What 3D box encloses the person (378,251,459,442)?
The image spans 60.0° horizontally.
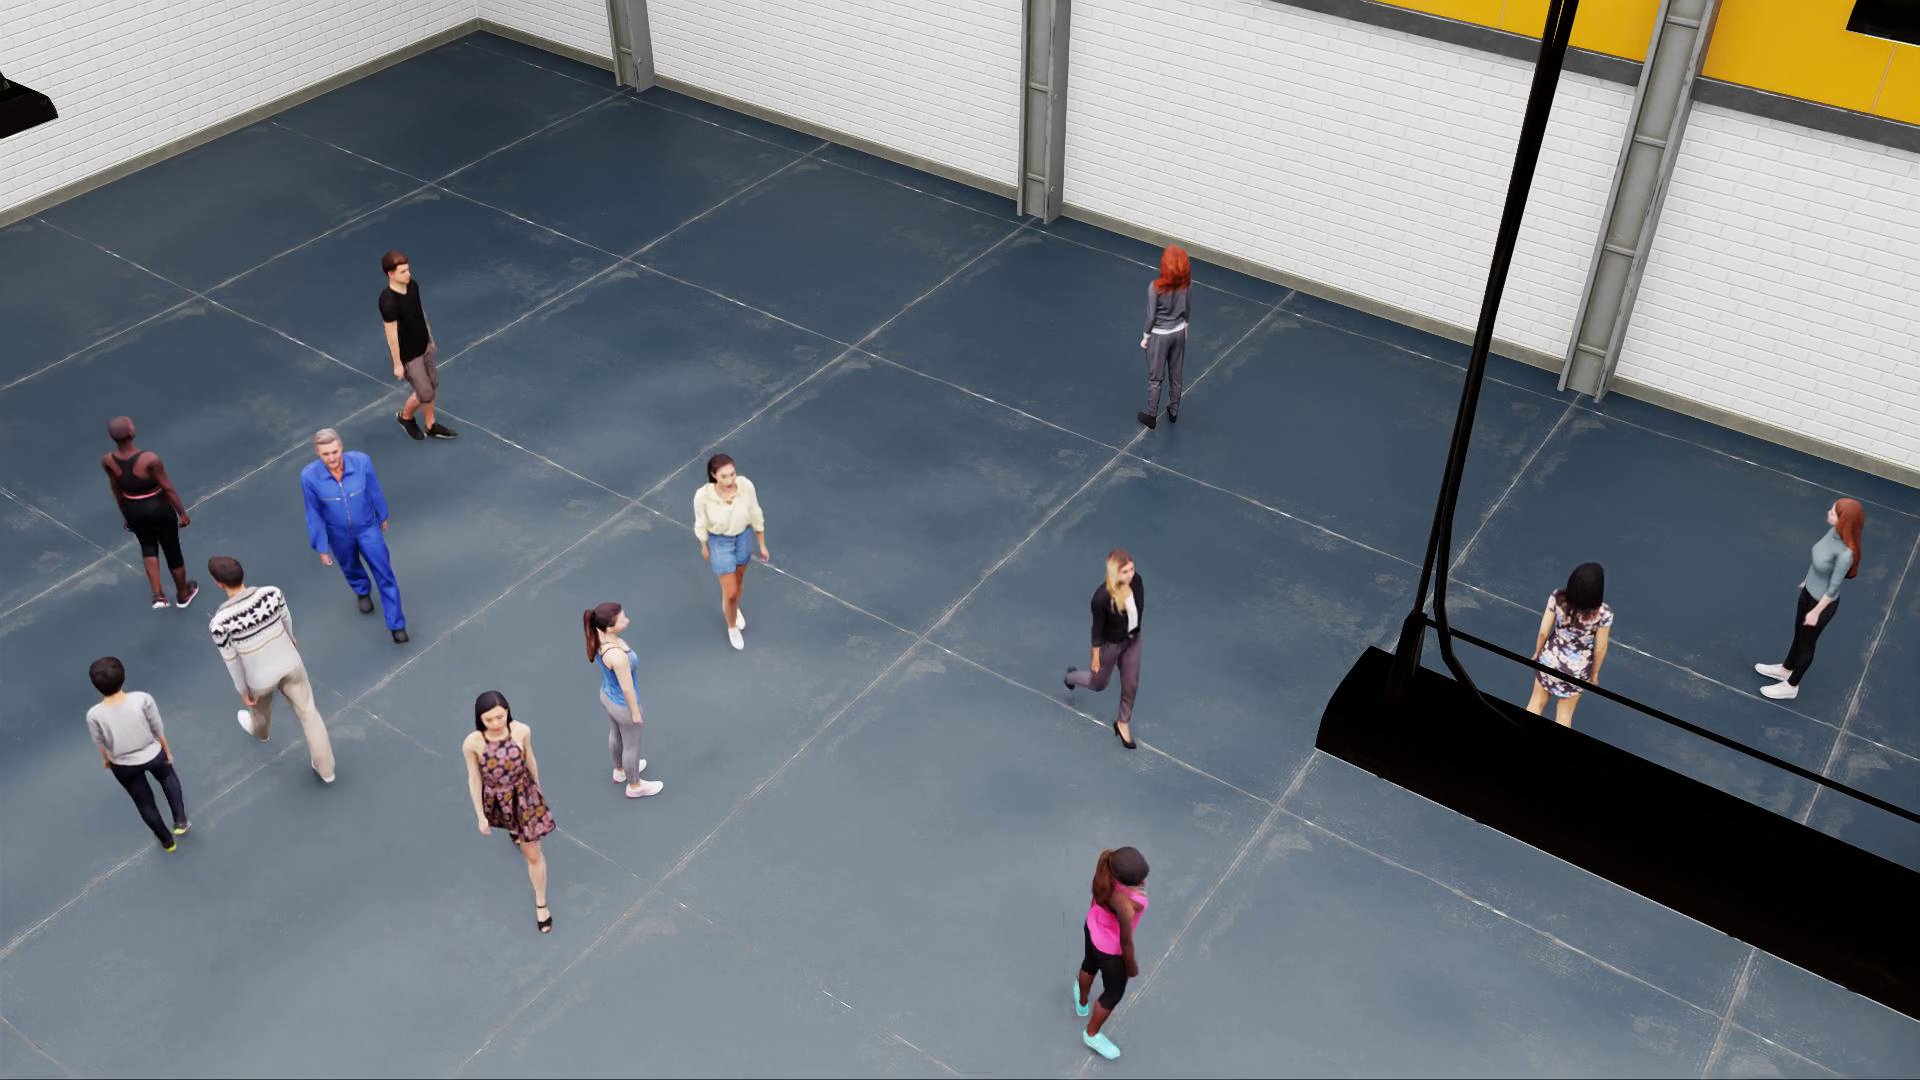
[{"bbox_3d":[-4.760,-1.639,14.230,0.862,1.851,0.820,9,40,12],"label":"person"}]

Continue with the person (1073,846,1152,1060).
[{"bbox_3d":[0.805,2.236,9.500,0.844,1.699,0.773,-16,41,-19],"label":"person"}]

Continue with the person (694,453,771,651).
[{"bbox_3d":[-1.727,-0.003,12.373,0.800,1.613,0.867,-18,42,-21],"label":"person"}]

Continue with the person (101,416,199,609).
[{"bbox_3d":[-6.082,-0.136,12.428,0.838,1.751,0.888,-3,39,-4],"label":"person"}]

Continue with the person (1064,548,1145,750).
[{"bbox_3d":[1.010,0.698,11.470,0.789,1.643,1.044,-26,45,-29],"label":"person"}]

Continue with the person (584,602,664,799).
[{"bbox_3d":[-2.252,1.053,11.054,0.694,1.609,0.571,-22,44,-26],"label":"person"}]

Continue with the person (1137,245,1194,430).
[{"bbox_3d":[1.793,-1.770,14.449,0.654,1.782,0.679,-13,40,-16],"label":"person"}]

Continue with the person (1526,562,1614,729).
[{"bbox_3d":[4.079,0.837,11.225,0.449,1.732,0.652,23,44,26],"label":"person"}]

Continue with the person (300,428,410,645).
[{"bbox_3d":[-4.545,-0.121,12.381,1.100,1.787,1.274,-16,41,-20],"label":"person"}]

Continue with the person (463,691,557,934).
[{"bbox_3d":[-2.820,1.565,10.315,1.033,1.730,1.235,-14,41,-17],"label":"person"}]

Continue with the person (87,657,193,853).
[{"bbox_3d":[-5.235,1.433,10.635,0.630,1.536,0.625,-26,45,-29],"label":"person"}]

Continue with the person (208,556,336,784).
[{"bbox_3d":[-4.534,0.912,11.069,0.861,1.809,1.239,-31,48,-33],"label":"person"}]

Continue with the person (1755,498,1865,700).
[{"bbox_3d":[6.058,0.415,11.744,0.632,1.743,0.641,12,40,14],"label":"person"}]
